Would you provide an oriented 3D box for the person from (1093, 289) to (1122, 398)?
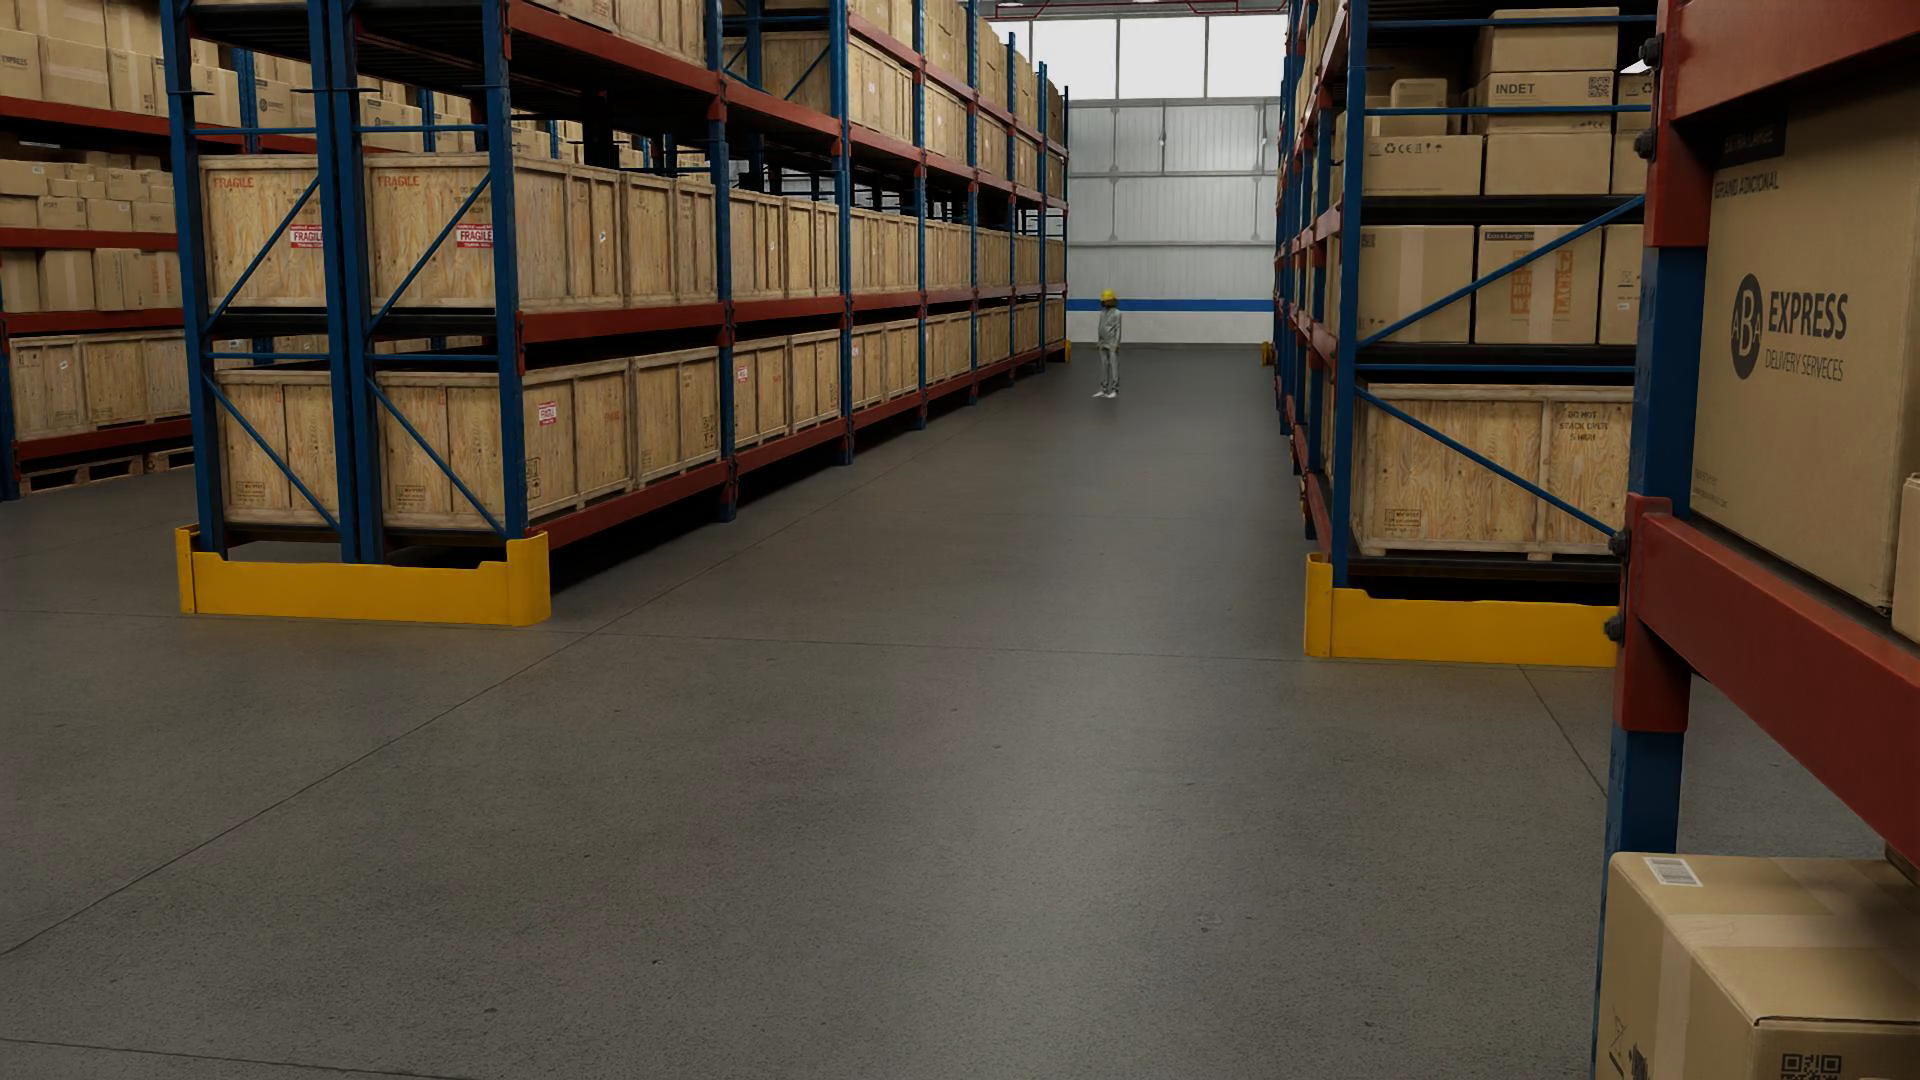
[{"bbox_3d":[2.390,-3.159,26.798,0.289,1.746,0.486,-7,12,-39],"label":"person"}]
